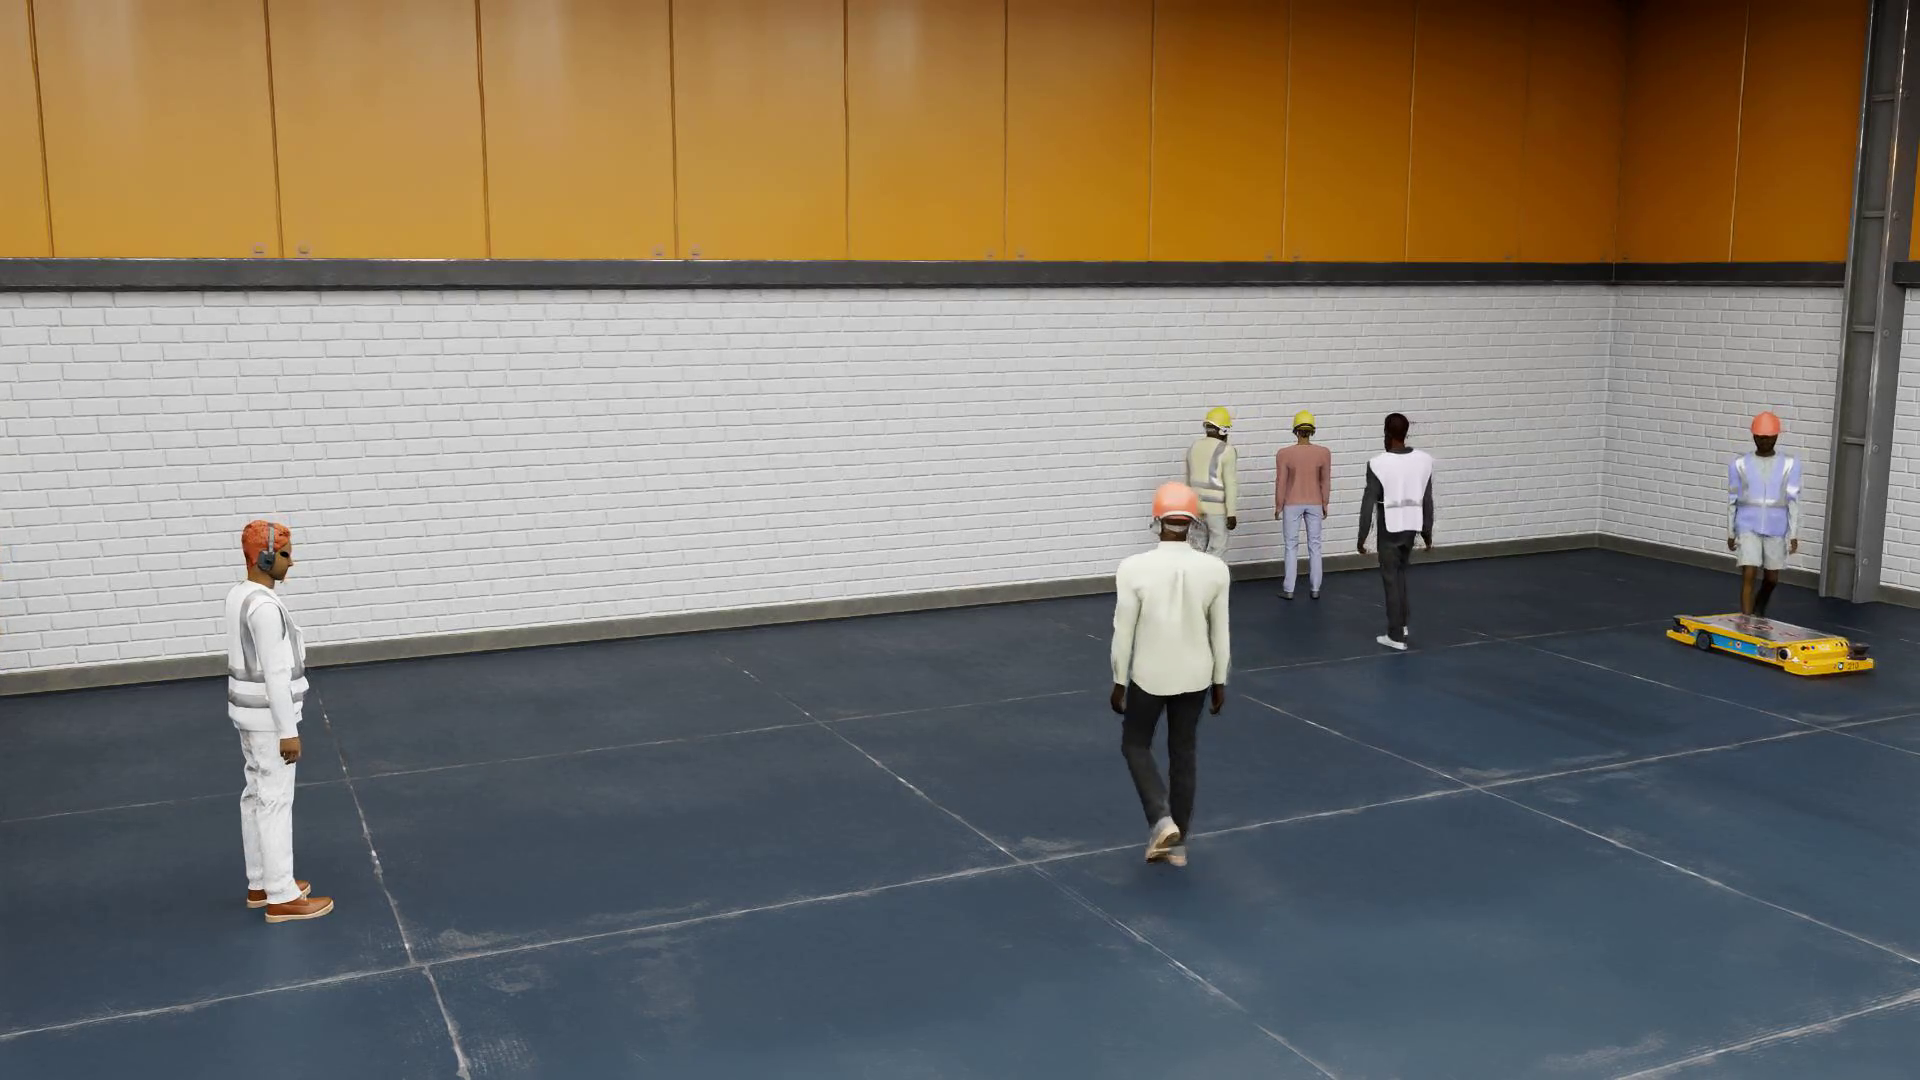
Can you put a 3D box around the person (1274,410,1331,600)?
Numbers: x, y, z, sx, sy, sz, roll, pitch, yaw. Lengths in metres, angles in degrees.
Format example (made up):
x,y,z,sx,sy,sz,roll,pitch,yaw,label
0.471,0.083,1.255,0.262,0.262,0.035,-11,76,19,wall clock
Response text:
x,y,z,sx,sy,sz,roll,pitch,yaw,label
3.162,-0.317,15.387,0.525,1.769,0.308,-1,9,-6,person

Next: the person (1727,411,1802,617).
x,y,z,sx,sy,sz,roll,pitch,yaw,label
6.598,-0.116,13.696,0.552,1.918,0.818,4,10,23,person

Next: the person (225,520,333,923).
x,y,z,sx,sy,sz,roll,pitch,yaw,label
-3.237,0.842,7.817,0.354,1.887,0.573,-7,12,-37,person

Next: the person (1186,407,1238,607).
x,y,z,sx,sy,sz,roll,pitch,yaw,label
2.302,-0.297,15.119,0.415,1.819,0.622,-6,11,-32,person

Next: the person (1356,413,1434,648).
x,y,z,sx,sy,sz,roll,pitch,yaw,label
3.504,-0.082,13.497,0.629,1.900,0.553,-4,10,-22,person

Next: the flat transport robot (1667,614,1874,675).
x,y,z,sx,sy,sz,roll,pitch,yaw,label
6.356,0.796,13.108,0.652,0.197,1.431,-3,10,-20,flat transport robot

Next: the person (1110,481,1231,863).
x,y,z,sx,sy,sz,roll,pitch,yaw,label
1.078,0.698,8.413,0.630,1.983,0.542,-2,9,-11,person
